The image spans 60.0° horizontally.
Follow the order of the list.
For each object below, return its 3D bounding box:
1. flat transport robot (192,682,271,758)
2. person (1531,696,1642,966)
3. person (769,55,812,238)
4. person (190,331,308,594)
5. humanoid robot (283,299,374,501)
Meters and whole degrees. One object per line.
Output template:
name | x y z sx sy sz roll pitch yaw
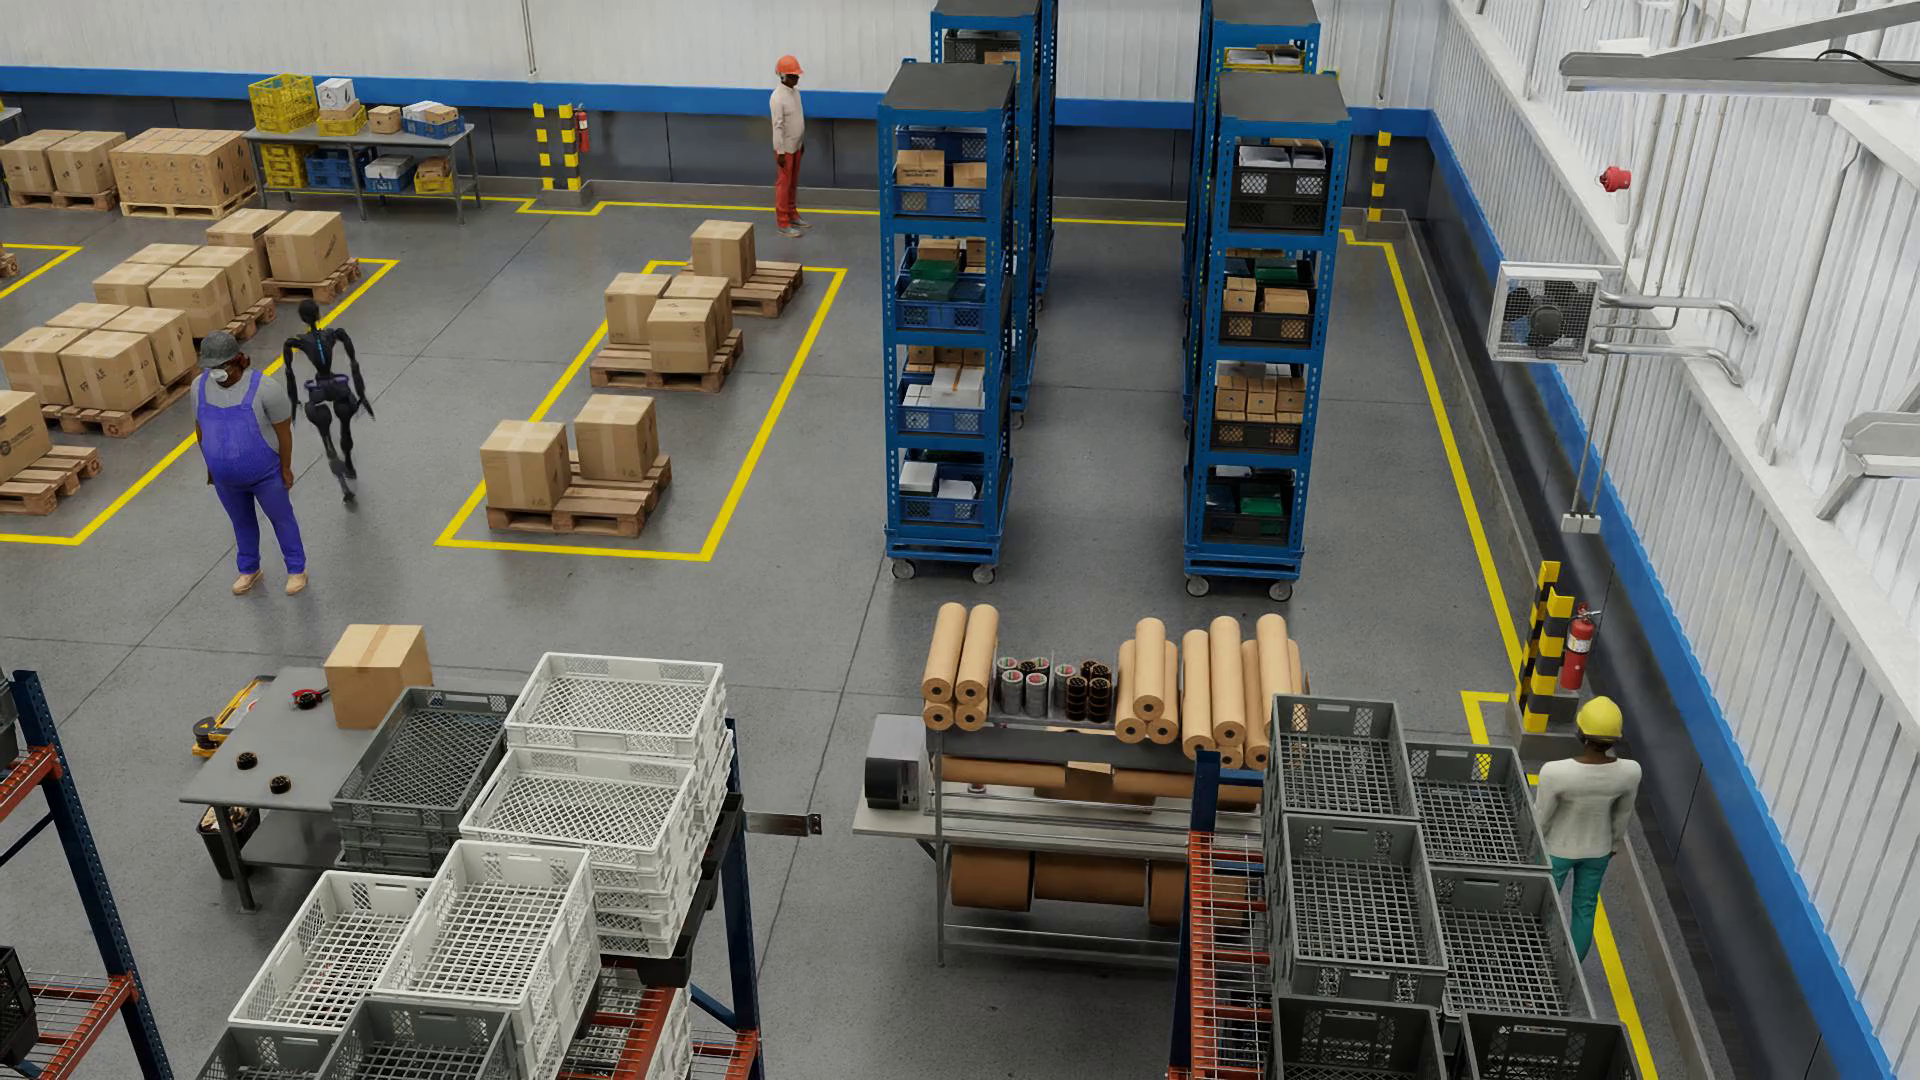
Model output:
flat transport robot | -4.089 1.163 10.648 1.431 0.197 0.652 3 30 6
person | 3.133 1.552 8.518 0.524 1.768 0.313 -2 30 -4
person | -1.883 -4.390 18.499 0.393 1.993 0.612 9 31 16
person | -5.079 -0.531 11.826 0.678 2.000 0.537 1 30 2
humanoid robot | -5.037 -1.124 13.270 0.593 1.654 0.726 -18 35 -28
